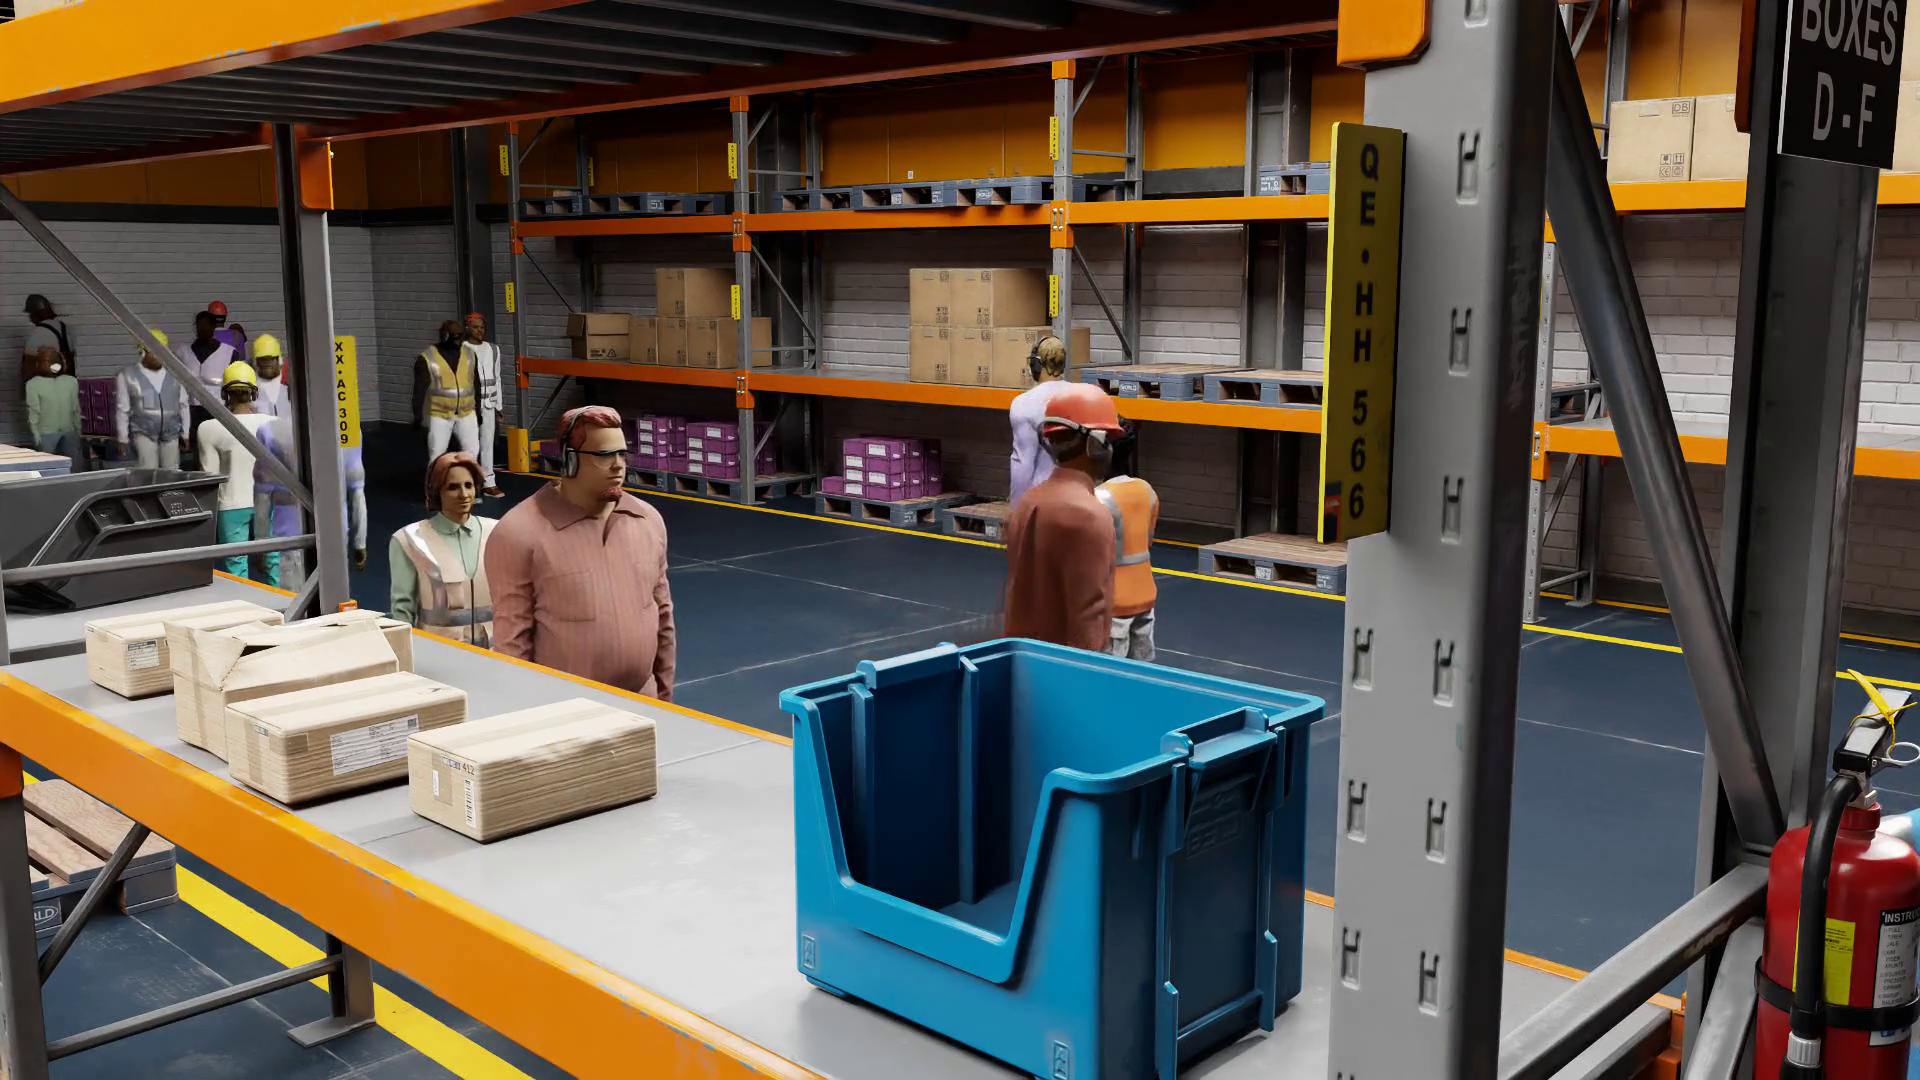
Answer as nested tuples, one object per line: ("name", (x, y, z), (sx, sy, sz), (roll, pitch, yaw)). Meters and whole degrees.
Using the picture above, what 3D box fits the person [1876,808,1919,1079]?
("person", (1.728, 1.013, 2.853), (0.540, 1.695, 0.317), (0, 9, 0))

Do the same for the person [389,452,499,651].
("person", (-1.889, 0.482, 6.277), (0.513, 1.642, 0.311), (-9, 13, -42))

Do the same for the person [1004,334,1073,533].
("person", (0.518, -0.216, 9.646), (0.627, 1.940, 0.370), (-8, 12, -39))

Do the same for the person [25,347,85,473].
("person", (-8.174, -0.947, 15.145), (0.747, 1.606, 0.515), (6, 11, 34))

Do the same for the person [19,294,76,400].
("person", (-10.773, -1.863, 19.433), (0.736, 2.000, 0.707), (1, 9, 6))

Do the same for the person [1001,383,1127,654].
("person", (0.350, 0.457, 5.522), (0.966, 1.933, 0.633), (-5, 11, -29))

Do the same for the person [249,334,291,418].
("person", (-5.469, -0.747, 13.300), (0.595, 1.815, 0.723), (-5, 10, -27))

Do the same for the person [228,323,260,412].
("person", (-9.058, -1.902, 20.921), (0.502, 1.632, 0.294), (-7, 12, -37))

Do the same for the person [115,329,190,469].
("person", (-7.124, -0.965, 14.660), (0.625, 1.804, 0.659), (-9, 13, -44))

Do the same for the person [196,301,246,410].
("person", (-8.784, -1.874, 19.816), (0.544, 1.938, 0.355), (-7, 12, -37))

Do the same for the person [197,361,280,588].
("person", (-4.279, -0.185, 9.990), (0.532, 1.767, 0.328), (-6, 11, -34))

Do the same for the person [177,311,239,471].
("person", (-7.345, -1.262, 16.233), (0.656, 1.911, 0.412), (0, 9, 0))

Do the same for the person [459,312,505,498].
("person", (-4.850, -1.343, 16.730), (0.355, 1.883, 0.574), (8, 12, 42))

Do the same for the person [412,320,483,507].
("person", (-4.940, -1.208, 16.110), (0.716, 1.813, 0.620), (-6, 11, -34))

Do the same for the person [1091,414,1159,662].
("person", (0.674, 0.290, 7.274), (0.321, 1.699, 0.535), (7, 12, 36))

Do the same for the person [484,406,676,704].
("person", (-1.142, 0.529, 5.228), (0.643, 1.902, 0.402), (-9, 13, -43))

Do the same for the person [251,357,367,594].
("person", (-3.325, -0.024, 8.596), (0.891, 1.907, 0.545), (8, 12, 41))
